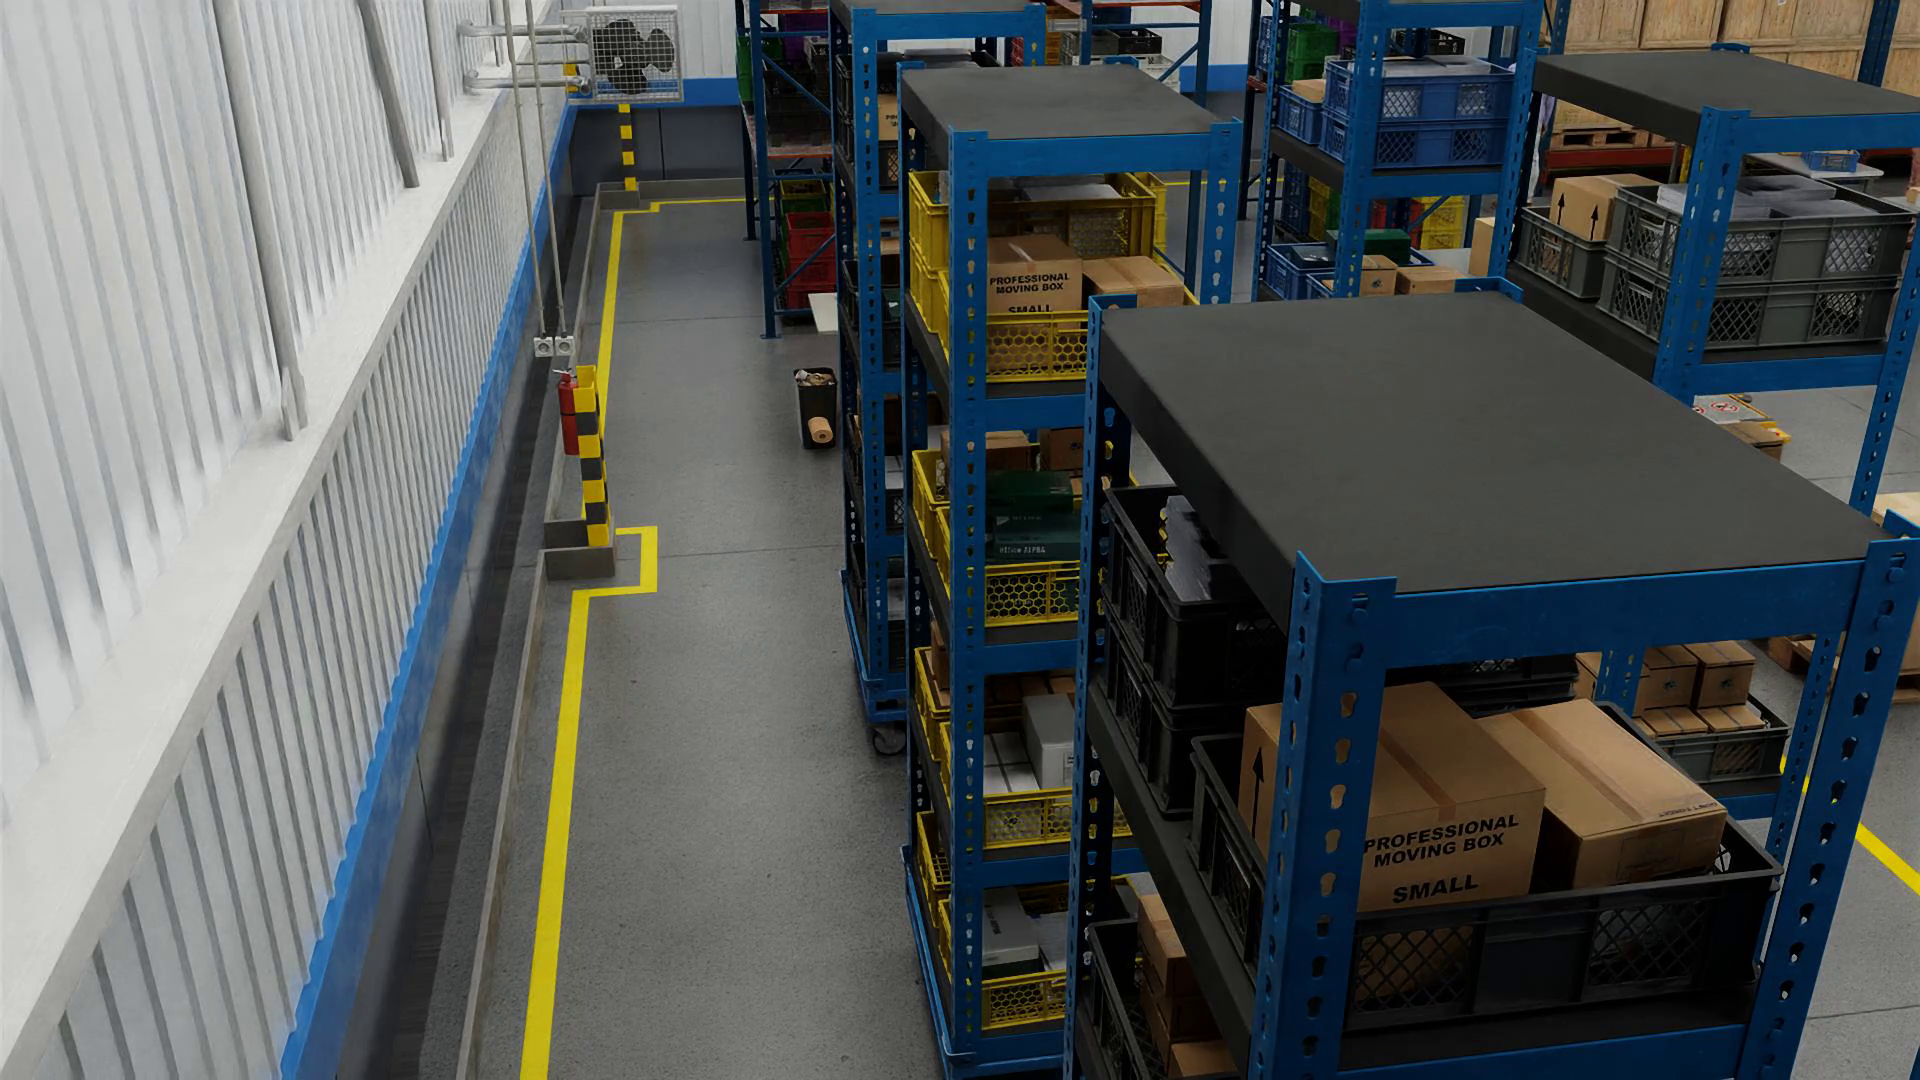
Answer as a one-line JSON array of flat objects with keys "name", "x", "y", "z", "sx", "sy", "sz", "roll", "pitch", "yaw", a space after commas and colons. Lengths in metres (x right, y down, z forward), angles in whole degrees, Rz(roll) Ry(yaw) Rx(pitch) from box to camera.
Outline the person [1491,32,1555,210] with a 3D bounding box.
[{"name": "person", "x": 6.186, "y": -4.573, "z": 18.225, "sx": 0.636, "sy": 1.939, "sz": 0.364, "roll": -7, "pitch": 26, "yaw": -15}]
